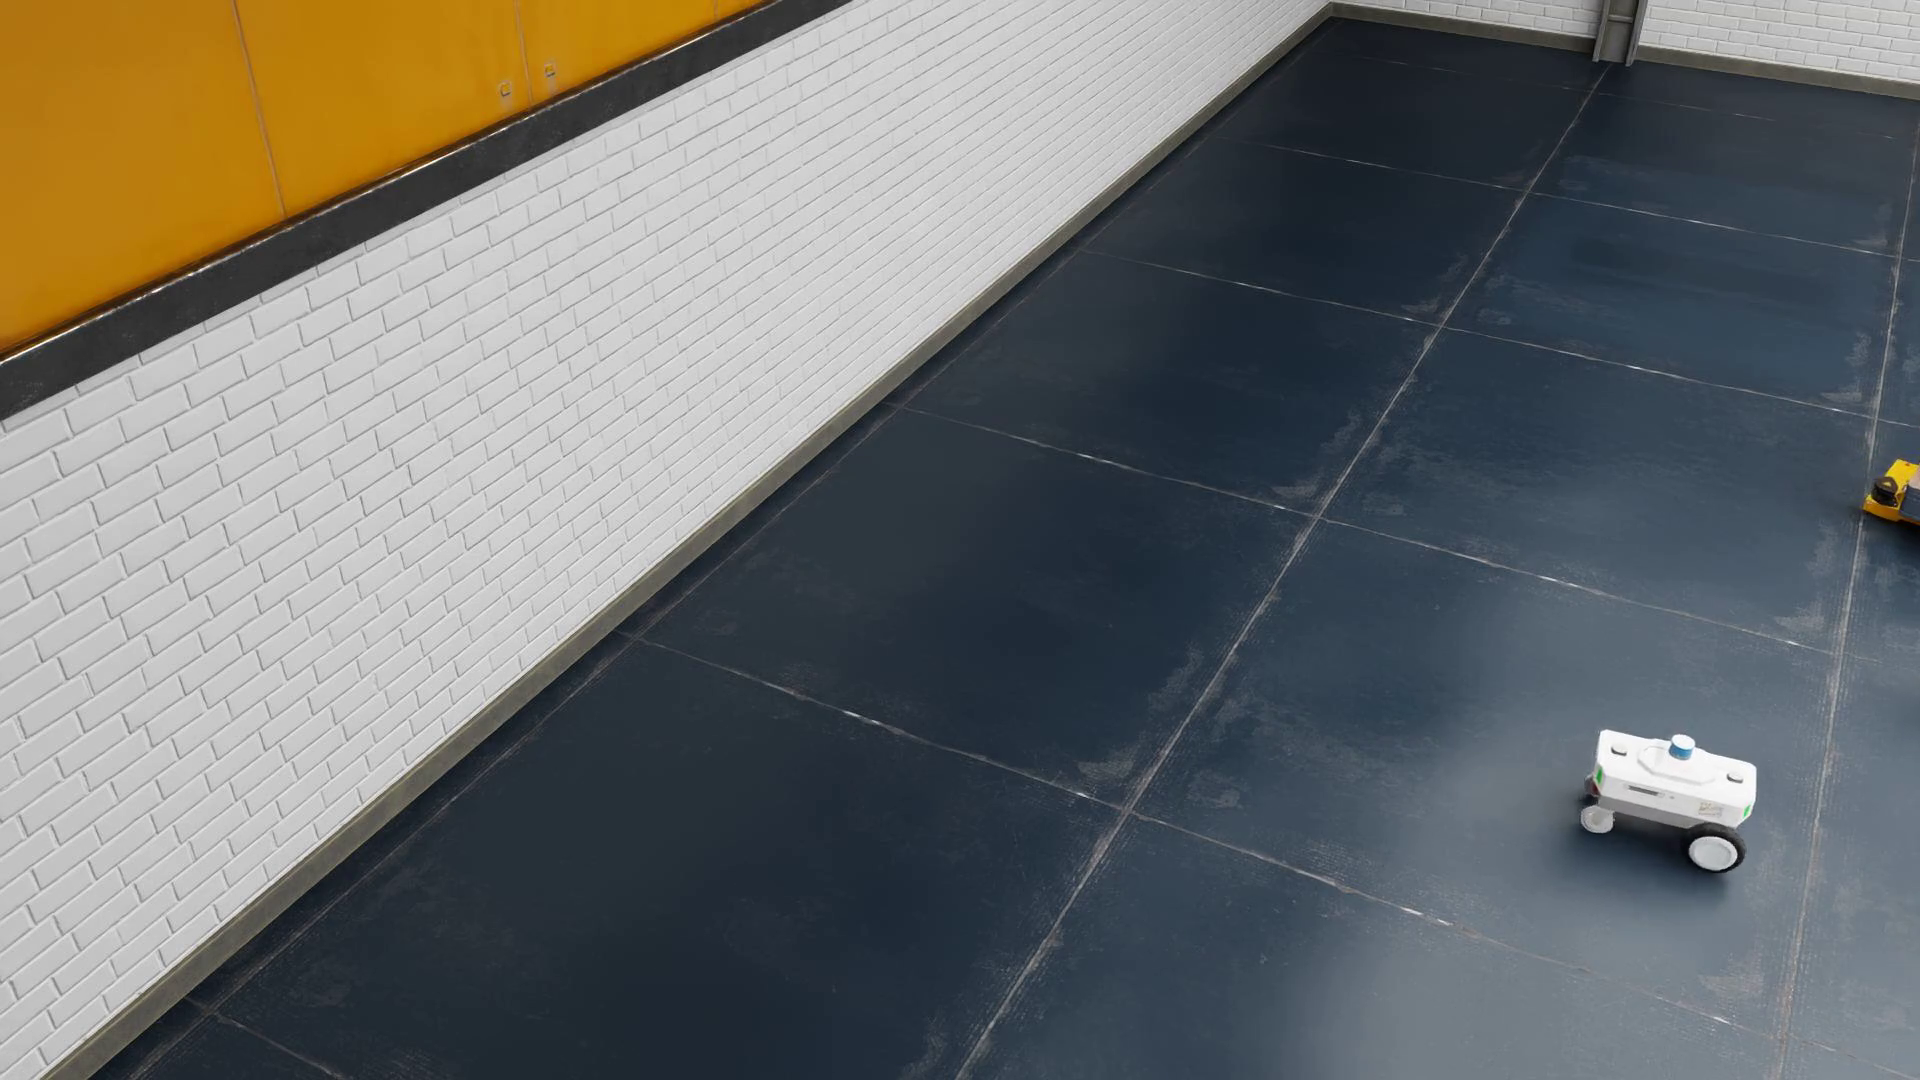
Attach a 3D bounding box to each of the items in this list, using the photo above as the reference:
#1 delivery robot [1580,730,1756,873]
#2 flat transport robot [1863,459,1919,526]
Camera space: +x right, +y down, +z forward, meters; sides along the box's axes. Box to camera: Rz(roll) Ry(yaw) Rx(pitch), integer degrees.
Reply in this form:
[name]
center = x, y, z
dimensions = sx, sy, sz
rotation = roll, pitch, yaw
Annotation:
[delivery robot]
center = 3.395, 1.187, 7.946
dimensions = 0.783, 0.584, 0.499
rotation = 13, 36, 18
[flat transport robot]
center = 6.393, -0.129, 10.169
dimensions = 1.431, 0.231, 0.659
rotation = 26, 42, 33
